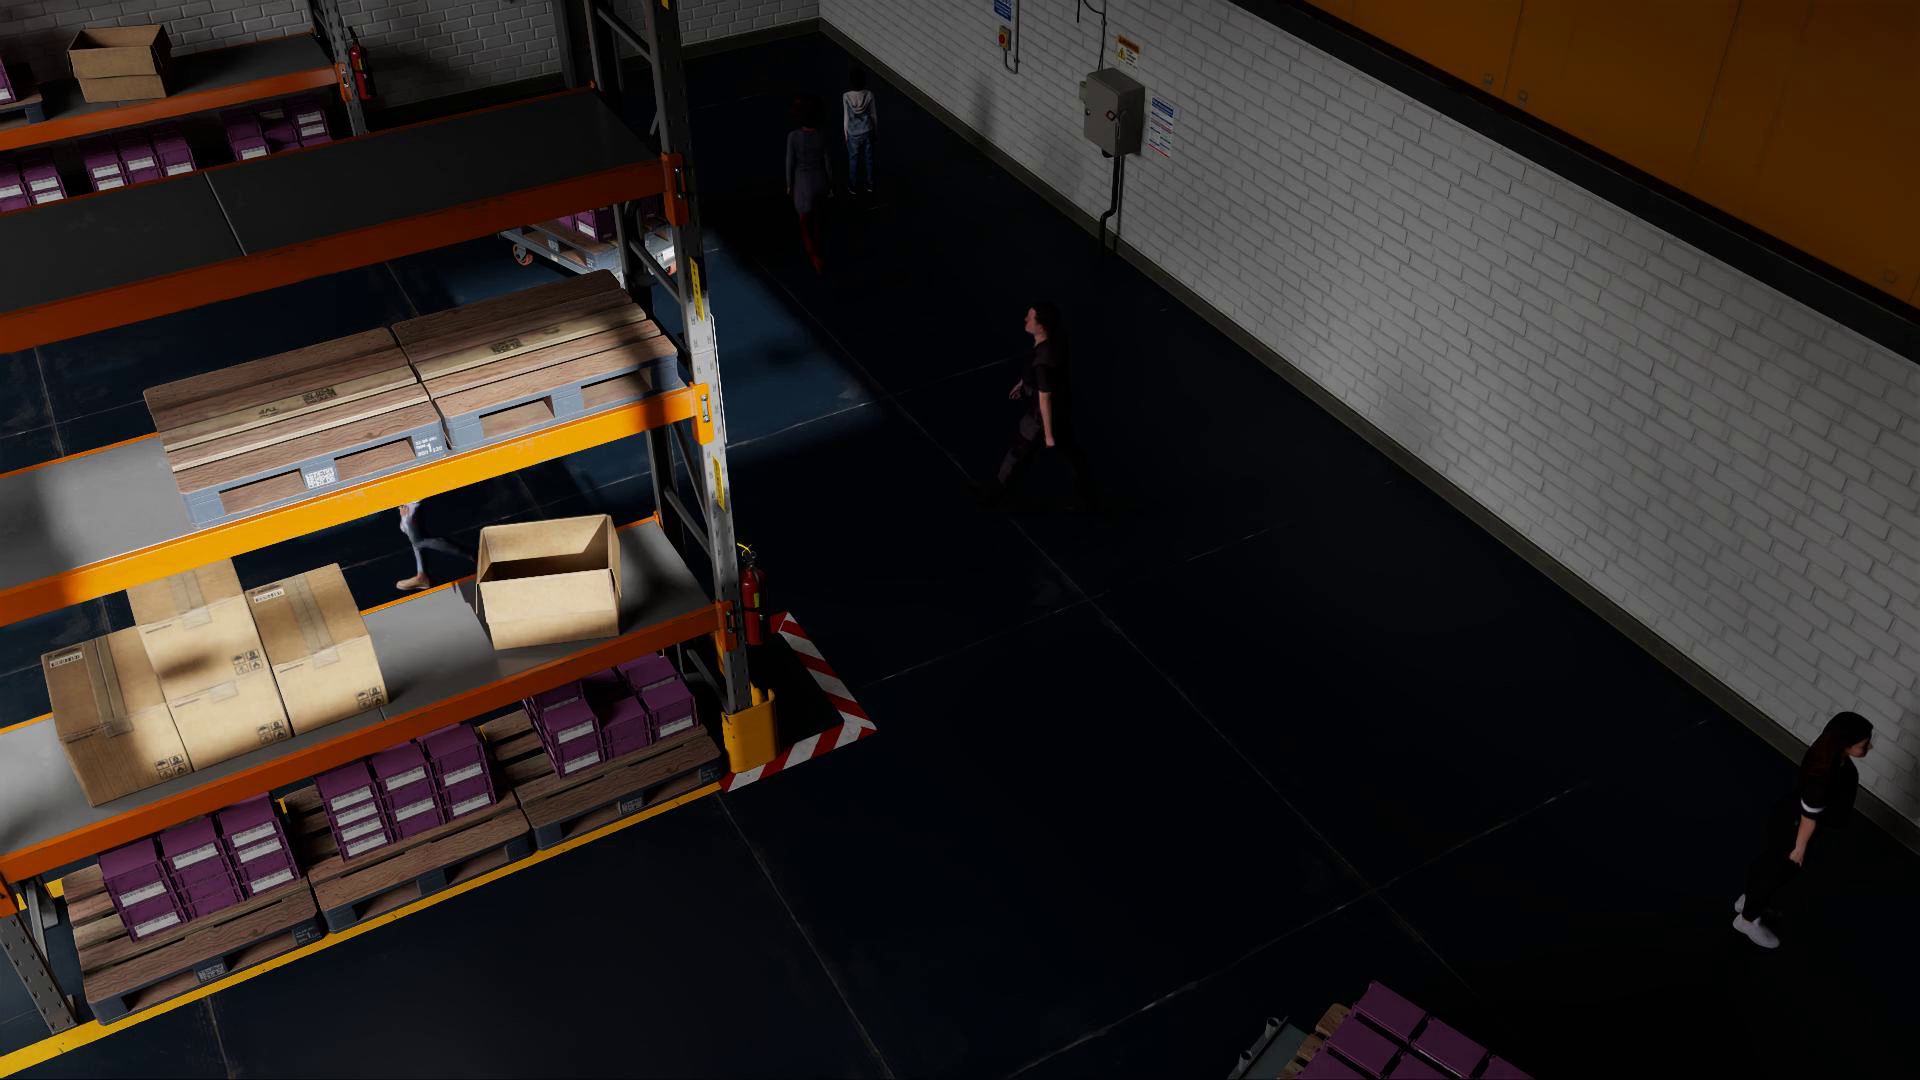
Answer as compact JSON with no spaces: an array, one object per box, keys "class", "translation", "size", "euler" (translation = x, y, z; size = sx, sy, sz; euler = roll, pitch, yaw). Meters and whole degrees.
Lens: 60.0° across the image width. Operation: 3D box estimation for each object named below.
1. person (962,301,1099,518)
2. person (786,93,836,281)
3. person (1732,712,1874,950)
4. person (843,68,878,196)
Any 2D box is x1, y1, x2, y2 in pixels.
[{"class":"person","translation":[0.714,-0.864,11.833],"size":[1.277,1.787,1.248],"euler":[11,40,13]},{"class":"person","translation":[-1.287,-3.068,14.675],"size":[1.037,1.685,0.844],"euler":[-8,39,-10]},{"class":"person","translation":[4.526,1.526,8.960],"size":[0.770,1.638,0.681],"euler":[19,42,22]},{"class":"person","translation":[-0.976,-3.978,16.154],"size":[0.501,1.261,0.598],"euler":[-8,39,-10]}]
